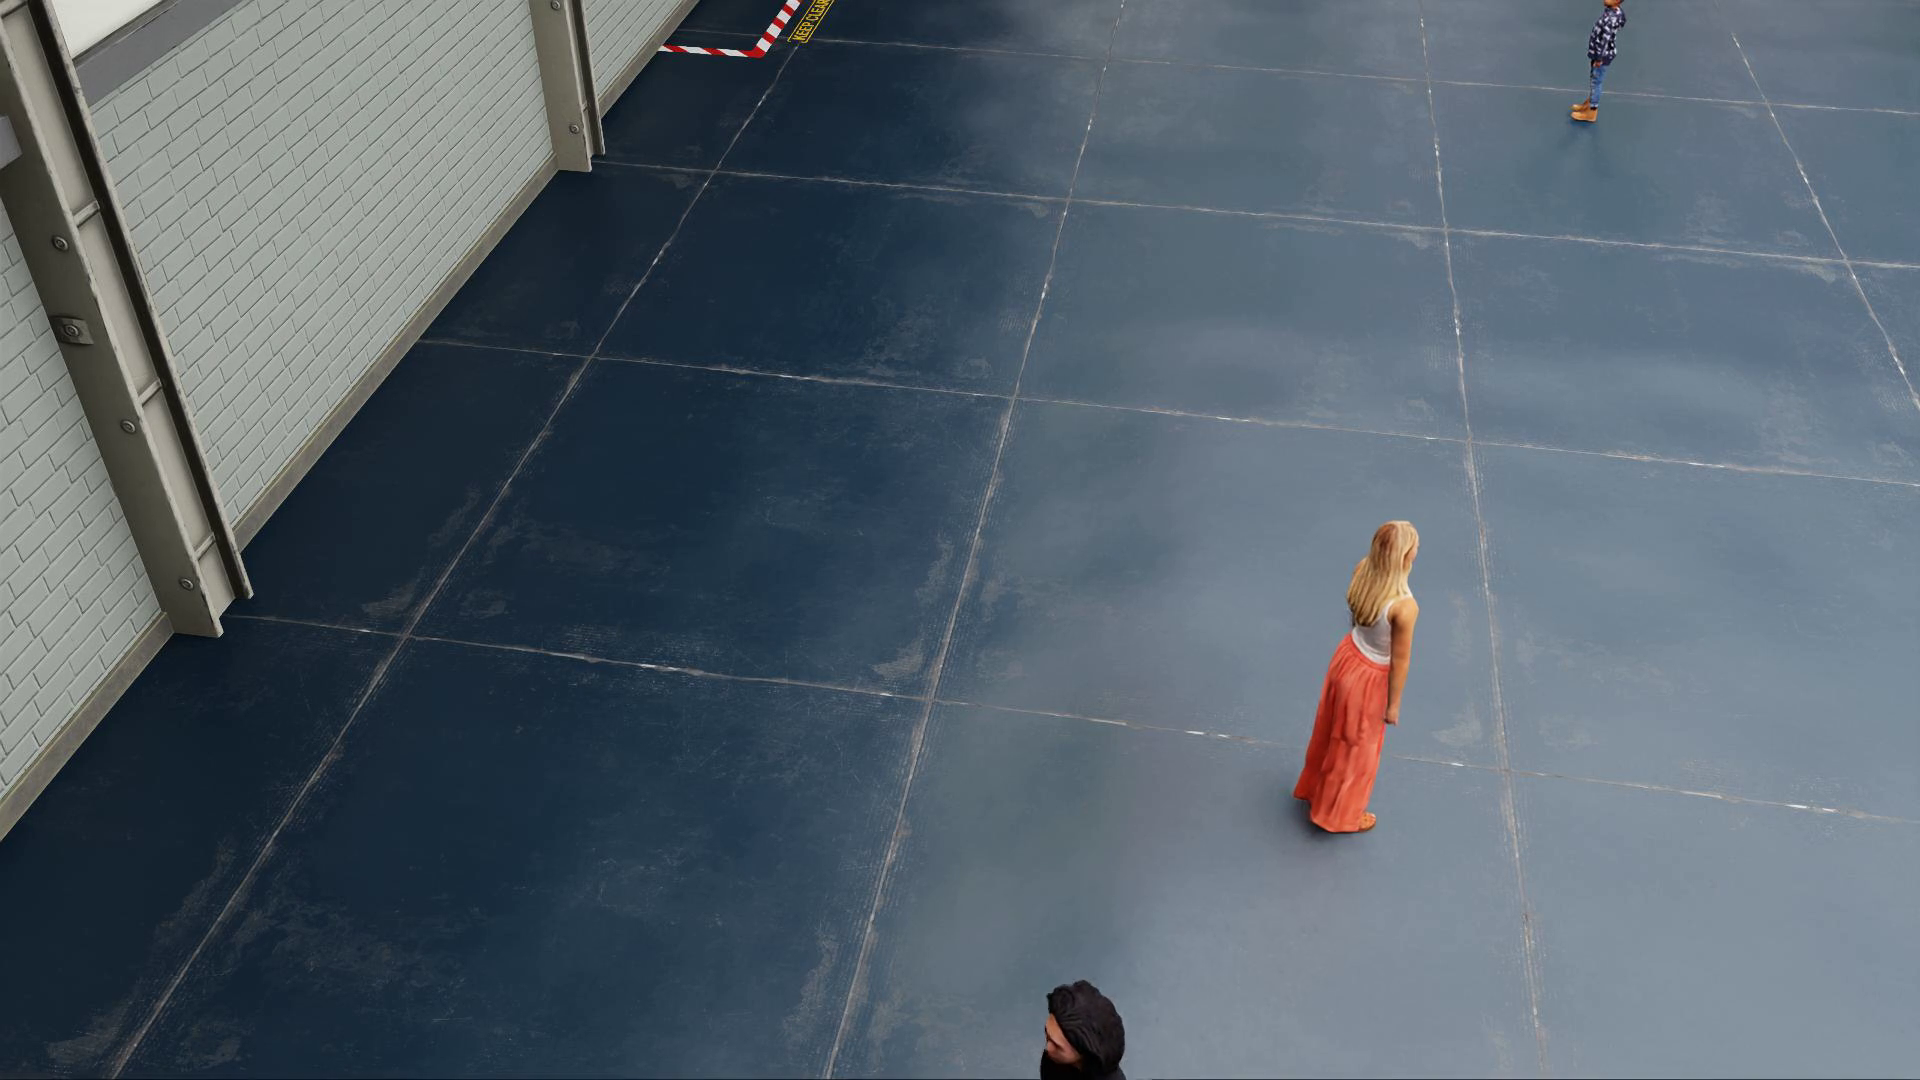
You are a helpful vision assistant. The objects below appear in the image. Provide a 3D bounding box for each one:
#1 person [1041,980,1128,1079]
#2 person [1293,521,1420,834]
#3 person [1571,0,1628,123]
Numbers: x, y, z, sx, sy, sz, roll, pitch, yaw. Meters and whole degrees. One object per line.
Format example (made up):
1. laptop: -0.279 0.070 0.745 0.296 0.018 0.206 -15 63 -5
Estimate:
1. person: 0.488 2.110 5.835 0.852 1.822 0.783 -18 42 -22
2. person: 1.860 0.646 7.725 0.775 1.800 0.667 -9 39 -12
3. person: 5.594 -4.271 14.455 0.570 1.252 0.453 10 39 13
